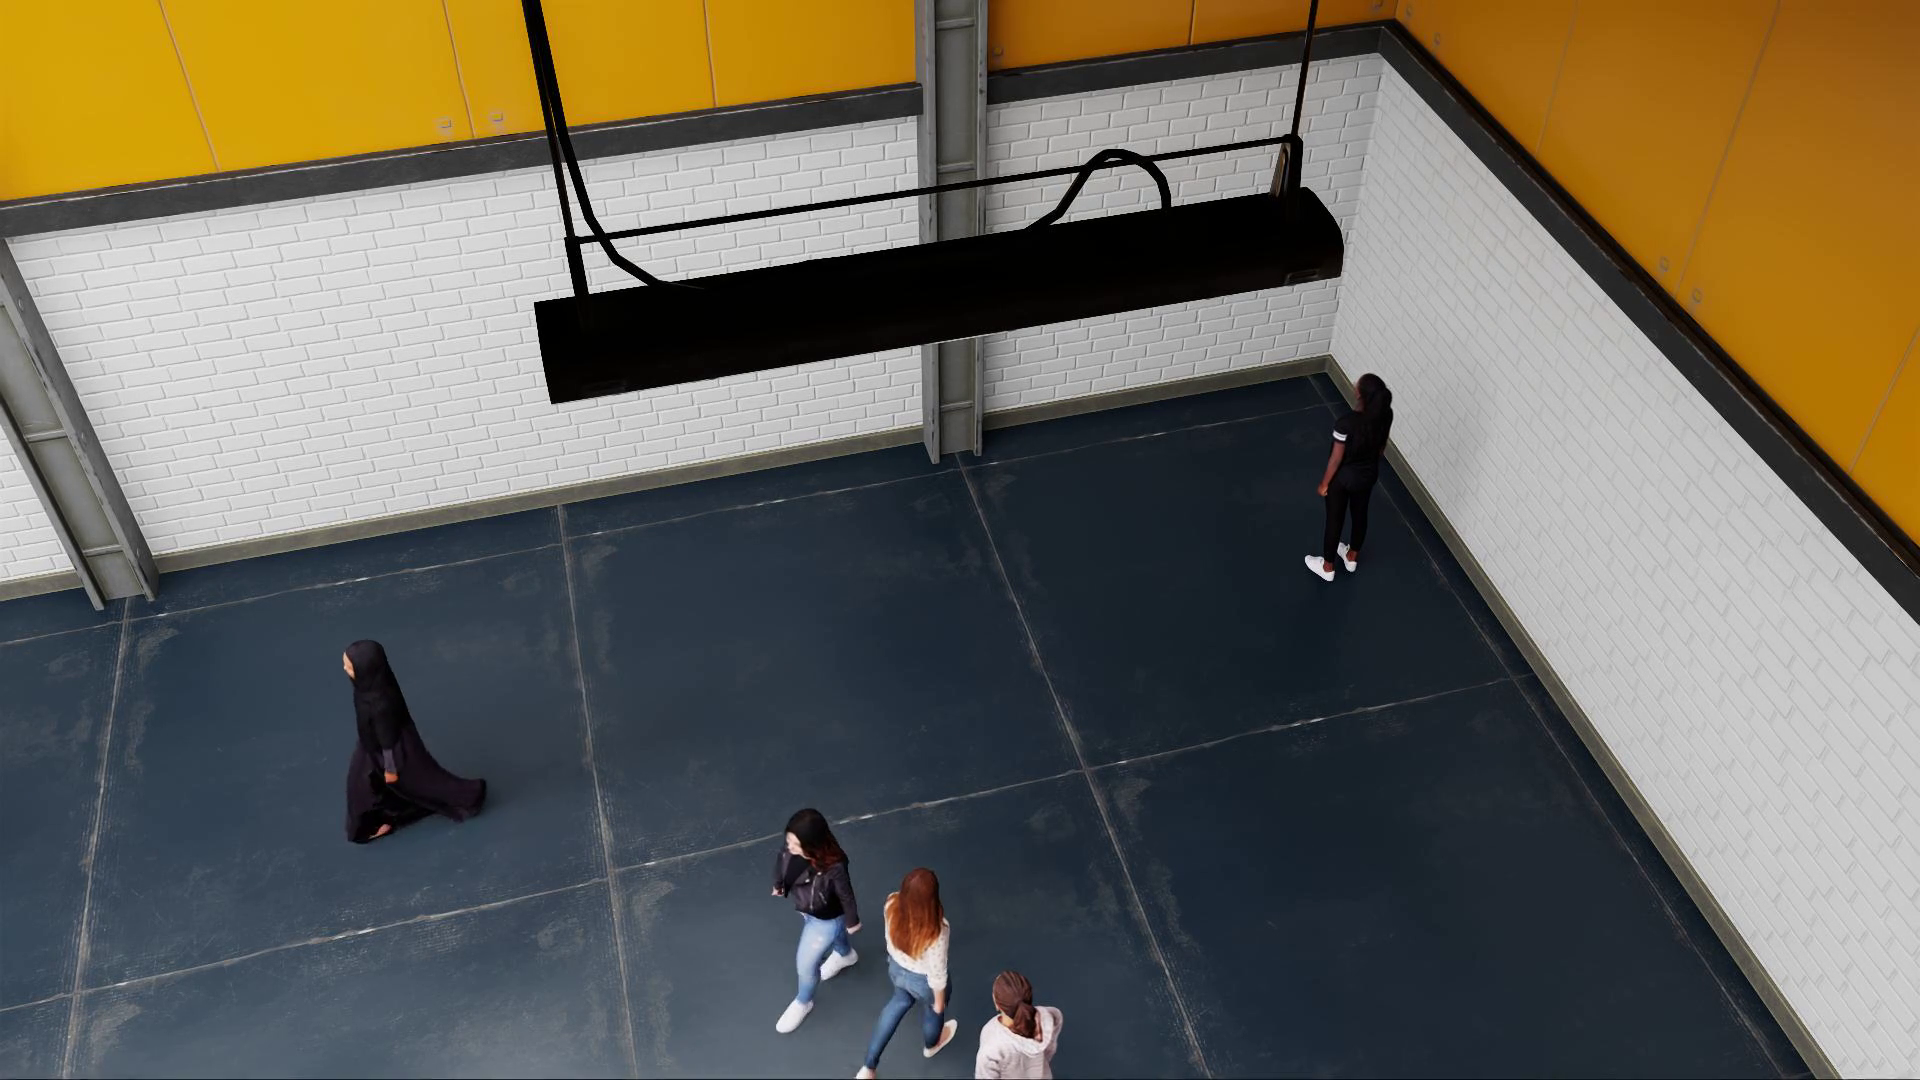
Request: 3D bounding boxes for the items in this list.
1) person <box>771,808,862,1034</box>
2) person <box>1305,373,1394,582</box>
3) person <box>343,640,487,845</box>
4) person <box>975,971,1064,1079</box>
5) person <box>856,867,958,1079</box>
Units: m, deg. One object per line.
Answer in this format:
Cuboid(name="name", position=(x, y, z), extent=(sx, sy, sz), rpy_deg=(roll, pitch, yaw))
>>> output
Cuboid(name="person", position=(-0.693, 1.906, 8.892), extent=(1.009, 1.612, 0.894), rpy_deg=(-30, 51, -28))
Cuboid(name="person", position=(2.656, -0.433, 11.264), extent=(0.563, 1.728, 0.708), rpy_deg=(-17, 46, -17))
Cuboid(name="person", position=(-3.233, 1.149, 9.698), extent=(1.146, 1.598, 0.797), rpy_deg=(-21, 47, -20))
Cuboid(name="person", position=(0.279, 2.641, 8.063), extent=(0.632, 1.693, 0.770), rpy_deg=(-26, 50, -25))
Cuboid(name="person", position=(-0.272, 2.249, 8.456), extent=(0.889, 1.717, 1.034), rpy_deg=(33, 52, 29))
